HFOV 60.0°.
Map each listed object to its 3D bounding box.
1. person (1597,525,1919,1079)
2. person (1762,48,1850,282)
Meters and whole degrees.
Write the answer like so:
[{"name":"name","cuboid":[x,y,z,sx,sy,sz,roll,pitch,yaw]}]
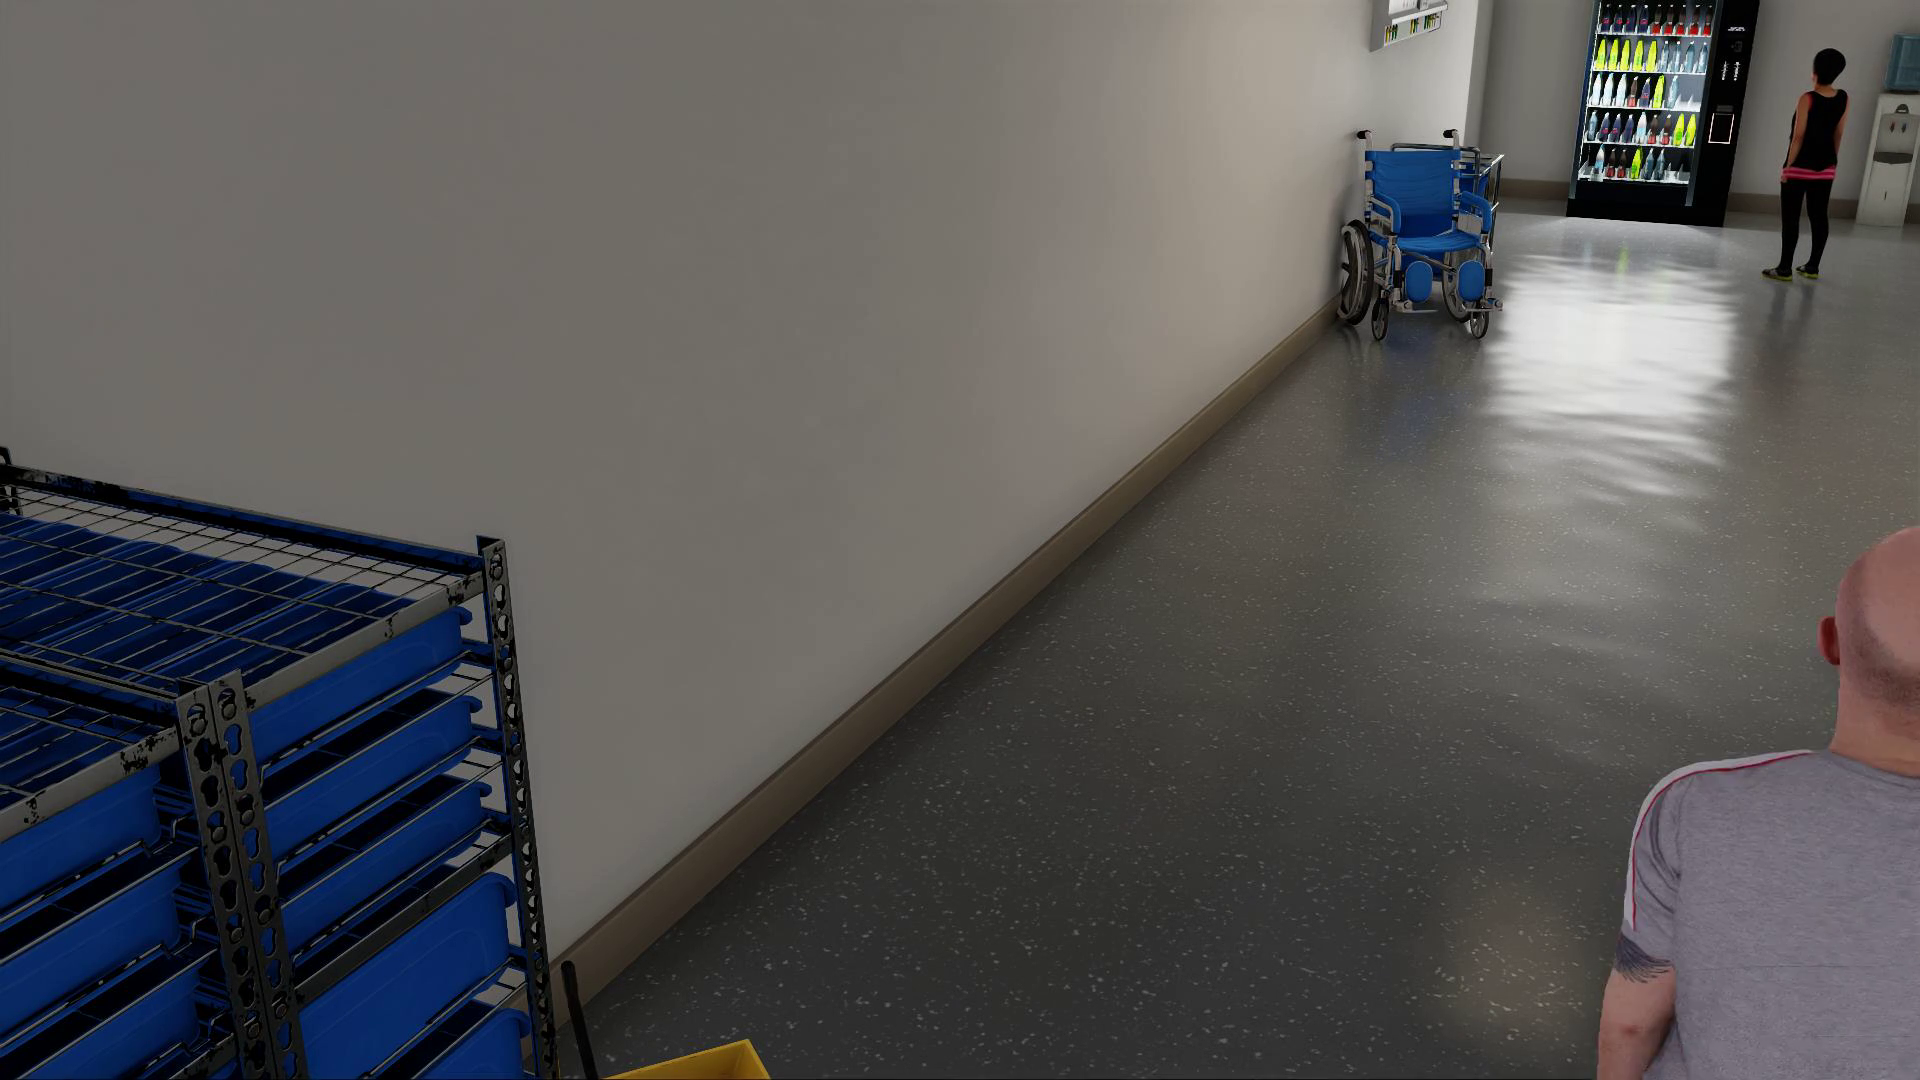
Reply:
[{"name":"person","cuboid":[0.960,0.875,1.914,0.712,1.826,0.773,13,24,30]},{"name":"person","cuboid":[5.824,-2.564,11.380,0.603,1.552,0.685,-4,21,-10]}]
